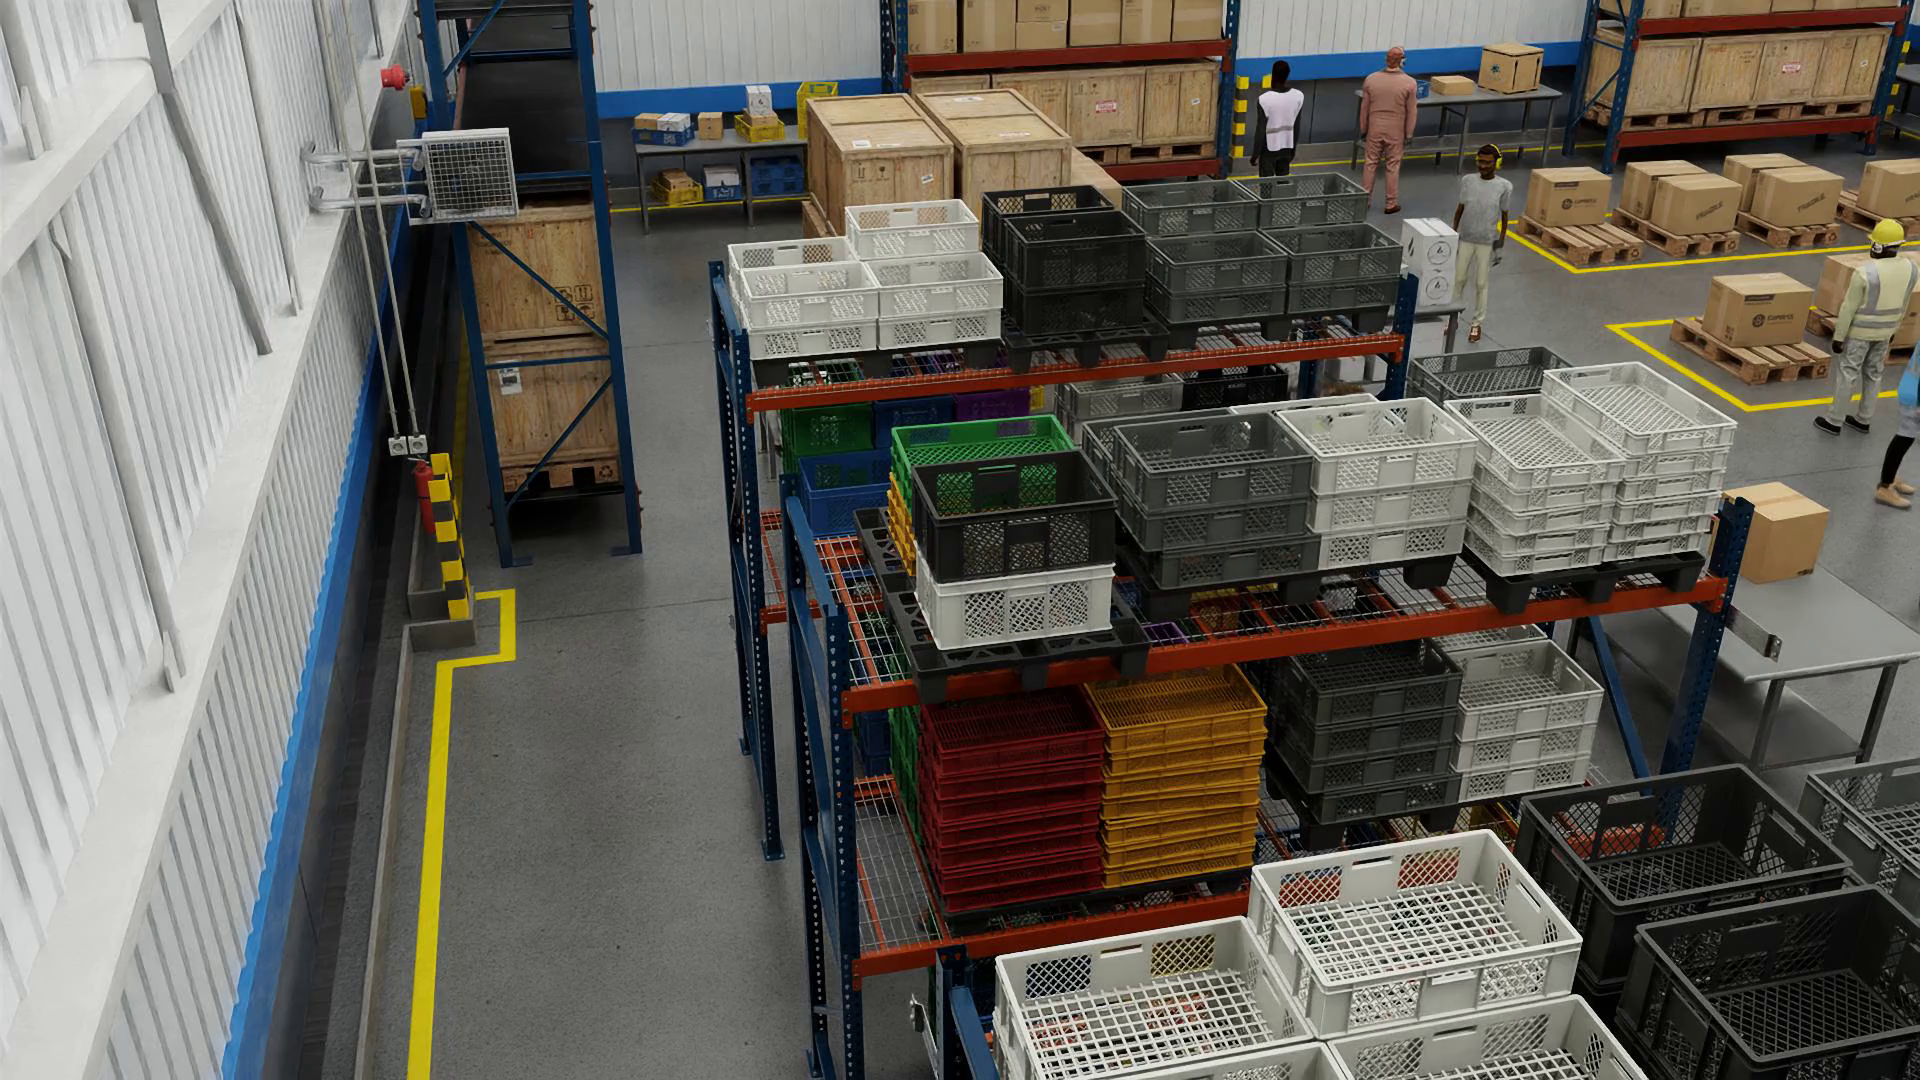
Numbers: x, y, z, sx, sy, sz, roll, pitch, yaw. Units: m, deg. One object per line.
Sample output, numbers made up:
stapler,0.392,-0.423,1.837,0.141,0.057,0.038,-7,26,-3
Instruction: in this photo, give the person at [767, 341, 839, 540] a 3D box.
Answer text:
person,-1.069,-0.658,11.547,0.585,1.882,0.340,19,33,32

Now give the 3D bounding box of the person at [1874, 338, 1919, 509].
person,7.242,-1.076,12.538,0.317,1.695,0.540,16,32,28

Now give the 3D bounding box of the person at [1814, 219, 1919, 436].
person,7.443,-1.731,13.652,0.595,1.827,0.403,-6,28,-10

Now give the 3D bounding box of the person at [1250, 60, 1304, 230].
person,3.519,-4.367,18.549,0.593,1.920,0.391,-13,31,-23

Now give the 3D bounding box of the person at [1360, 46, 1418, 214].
person,4.958,-4.752,19.292,0.651,1.907,0.409,14,31,24

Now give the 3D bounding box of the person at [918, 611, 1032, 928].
person,0.059,1.140,8.079,0.627,1.941,0.370,22,35,35

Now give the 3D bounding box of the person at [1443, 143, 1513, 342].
person,4.848,-2.790,15.608,0.532,1.870,0.316,17,32,29

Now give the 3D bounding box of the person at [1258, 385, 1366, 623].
person,2.295,-0.198,10.780,0.971,1.801,0.629,9,29,17
